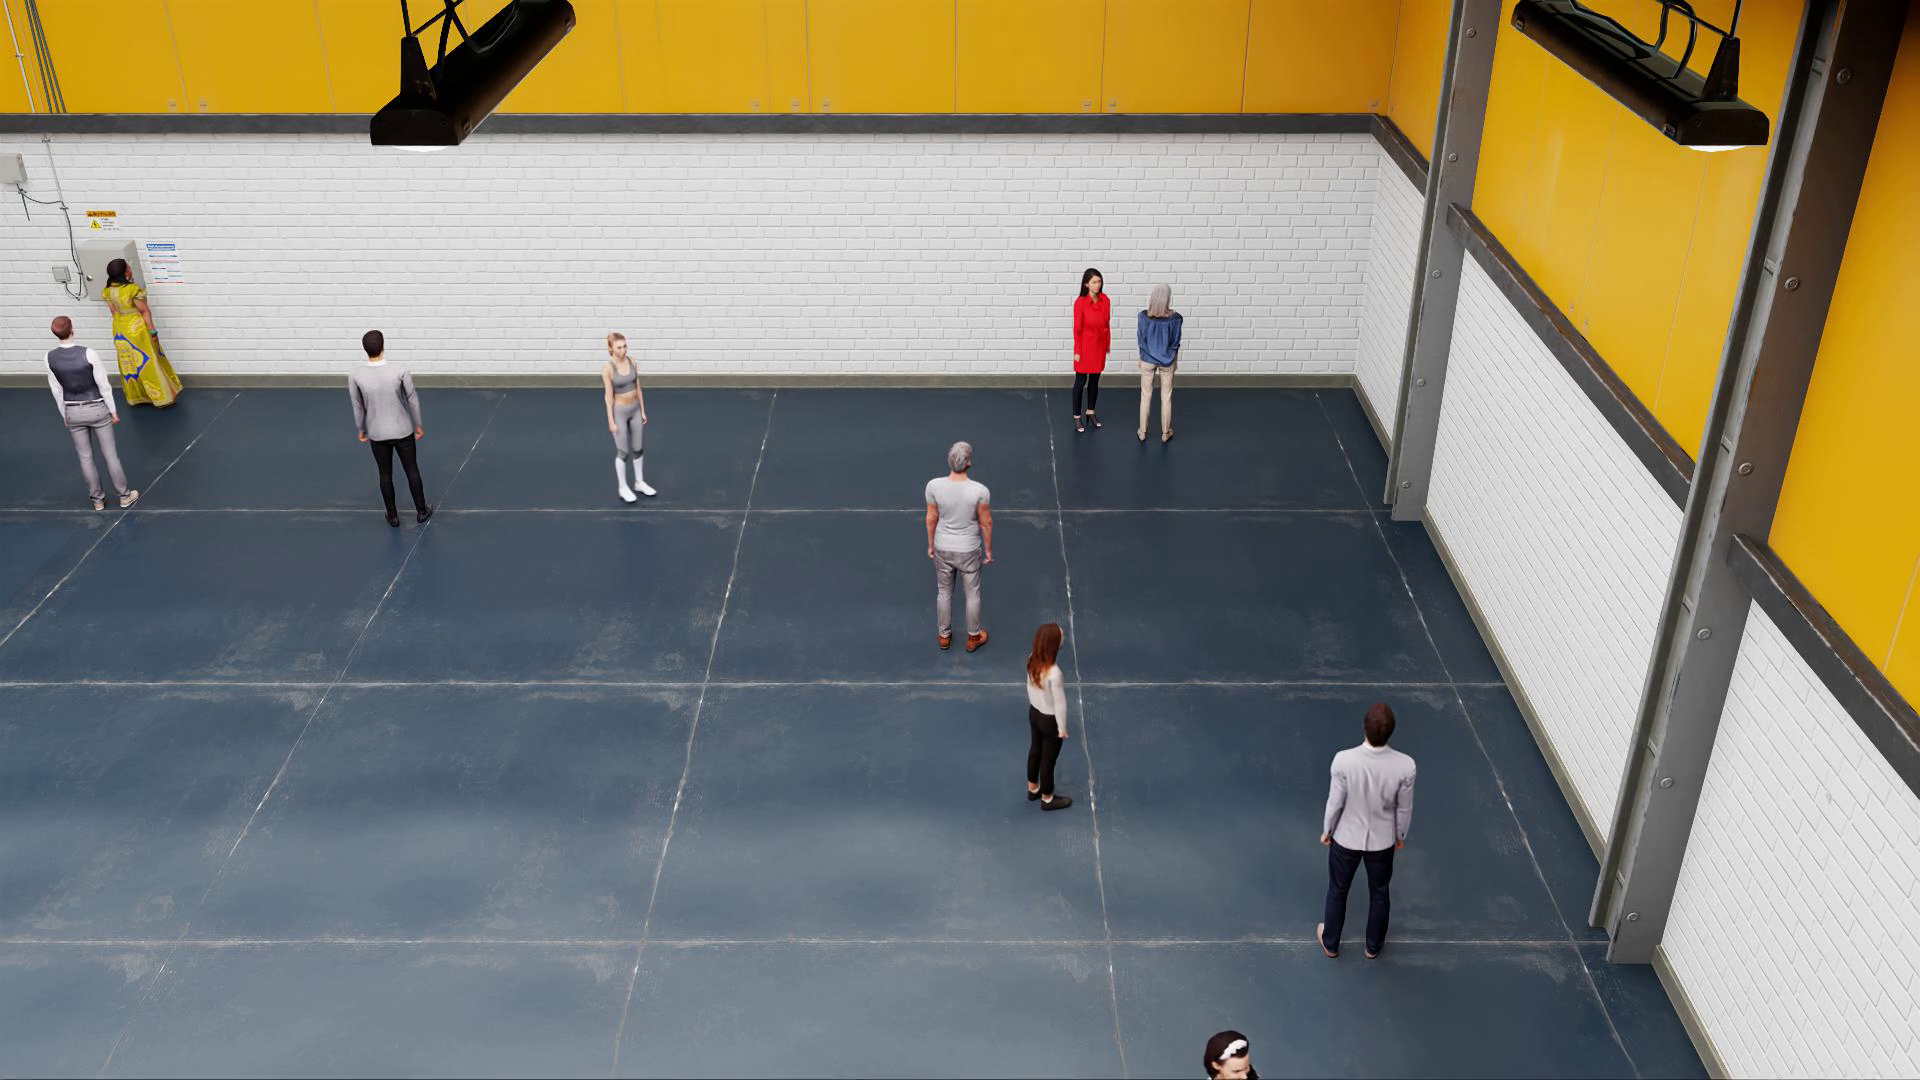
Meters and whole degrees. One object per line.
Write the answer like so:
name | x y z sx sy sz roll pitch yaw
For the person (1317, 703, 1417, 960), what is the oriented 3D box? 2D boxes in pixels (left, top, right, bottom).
person | 2.489 1.800 10.230 0.694 1.853 0.599 3 29 5

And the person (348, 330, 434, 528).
person | -5.259 -1.028 15.341 0.798 1.923 0.723 -7 29 -12

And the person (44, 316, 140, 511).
person | -8.216 -1.205 15.650 0.701 1.938 0.642 -6 29 -11

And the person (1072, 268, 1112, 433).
person | 1.351 -1.981 17.272 0.728 1.748 0.766 -16 33 -27

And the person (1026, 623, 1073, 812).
person | 0.601 1.233 11.654 0.677 1.485 0.579 -16 33 -27

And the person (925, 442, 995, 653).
person | -0.016 0.062 13.442 0.740 1.828 0.622 6 29 11

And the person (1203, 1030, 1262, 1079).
person | 1.227 3.056 7.965 0.858 1.818 0.913 -22 35 -34

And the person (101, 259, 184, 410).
person | -8.822 -2.215 17.793 0.939 1.660 0.893 8 30 14

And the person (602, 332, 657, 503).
person | -3.199 -1.193 15.874 0.714 1.702 0.647 23 36 36

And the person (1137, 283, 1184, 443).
person | 2.029 -1.821 17.030 0.641 1.697 0.602 4 29 7
